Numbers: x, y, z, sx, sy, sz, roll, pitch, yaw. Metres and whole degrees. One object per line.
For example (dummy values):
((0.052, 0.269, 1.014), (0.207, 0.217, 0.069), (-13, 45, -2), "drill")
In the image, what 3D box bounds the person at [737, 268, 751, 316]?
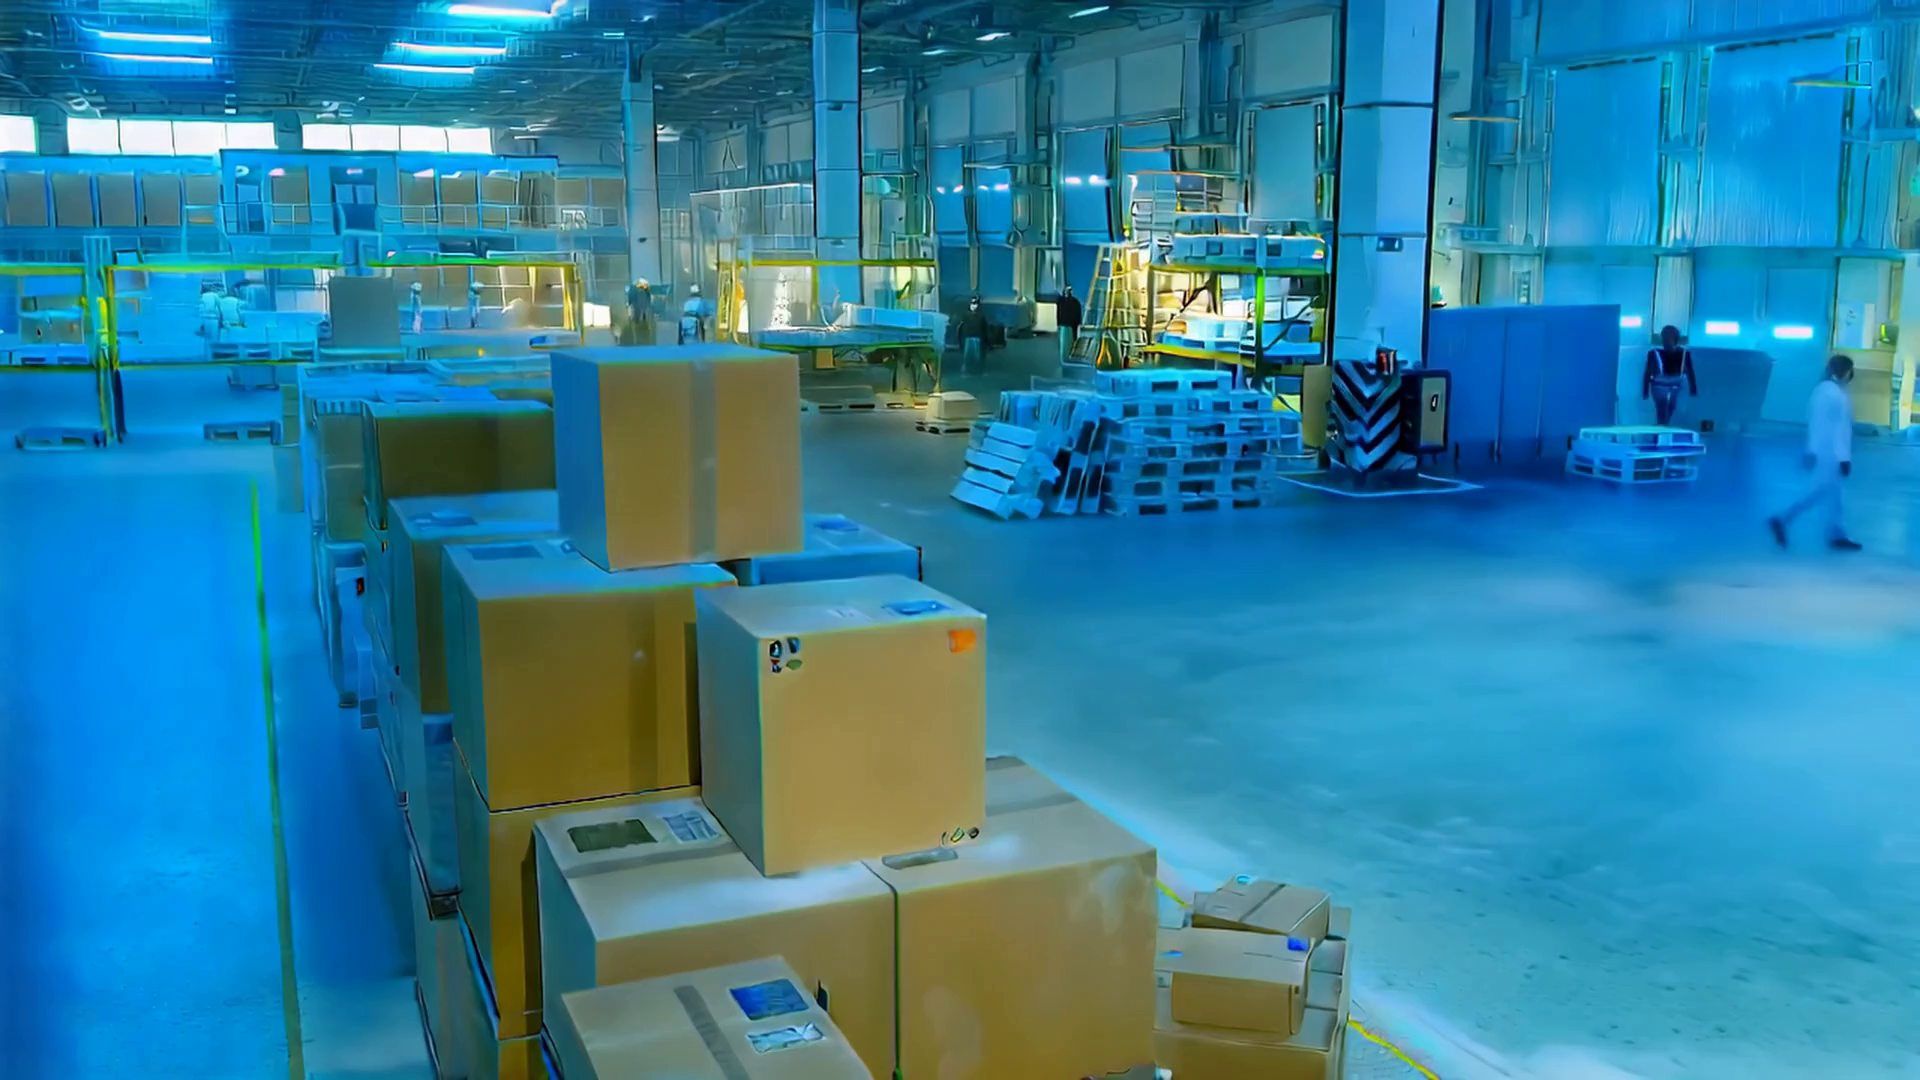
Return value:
((-8.285, -9.499, 63.820), (0.590, 1.878, 1.020), (-9, 13, -40), "person")

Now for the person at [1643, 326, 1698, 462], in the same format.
((9.563, -1.971, 22.477), (0.579, 1.830, 1.018), (-1, 10, -4), "person")

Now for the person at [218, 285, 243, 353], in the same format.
((-18.112, -5.407, 41.318), (0.570, 1.848, 0.685), (-5, 11, -26), "person")

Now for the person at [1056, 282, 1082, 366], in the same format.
((2.578, -5.095, 39.250), (0.610, 1.985, 0.415), (-3, 11, -16), "person")

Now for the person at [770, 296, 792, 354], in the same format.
((-4.103, -4.752, 38.191), (0.535, 1.686, 0.425), (-3, 11, -14), "person")

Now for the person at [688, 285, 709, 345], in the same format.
((-6.329, -5.226, 40.249), (0.603, 1.885, 0.977), (5, 12, 27), "person")

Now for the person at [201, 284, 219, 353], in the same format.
((-19.593, -5.763, 43.362), (0.442, 1.825, 0.657), (10, 14, 44), "person")

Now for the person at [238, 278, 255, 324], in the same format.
((-21.365, -6.888, 49.592), (0.887, 1.808, 0.659), (4, 11, 20), "person")

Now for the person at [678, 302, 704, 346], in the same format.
((-5.523, -4.032, 34.185), (0.492, 1.694, 0.912), (3, 11, 17), "person")

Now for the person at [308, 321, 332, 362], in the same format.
((-9.183, -2.265, 24.123), (0.512, 1.803, 0.810), (0, 10, -2), "person")

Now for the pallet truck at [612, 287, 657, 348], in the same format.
((-6.464, -4.406, 35.401), (0.823, 1.965, 1.885), (6, 12, 32), "pallet truck")

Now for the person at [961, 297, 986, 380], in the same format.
((0.295, -4.283, 35.404), (0.537, 1.757, 0.366), (0, 10, 1), "person")

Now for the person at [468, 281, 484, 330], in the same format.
((-12.053, -5.488, 41.529), (0.371, 1.941, 0.627), (0, 10, 1), "person")

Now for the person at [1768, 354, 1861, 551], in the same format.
((8.251, -0.827, 15.918), (0.827, 1.920, 0.637), (2, 10, 9), "person")

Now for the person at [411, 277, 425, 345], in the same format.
((-15.095, -6.356, 46.346), (0.383, 1.924, 0.594), (-3, 11, -15), "person")

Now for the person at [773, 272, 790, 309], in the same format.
((-5.831, -7.706, 53.777), (0.646, 1.921, 0.756), (5, 11, 25), "person")
